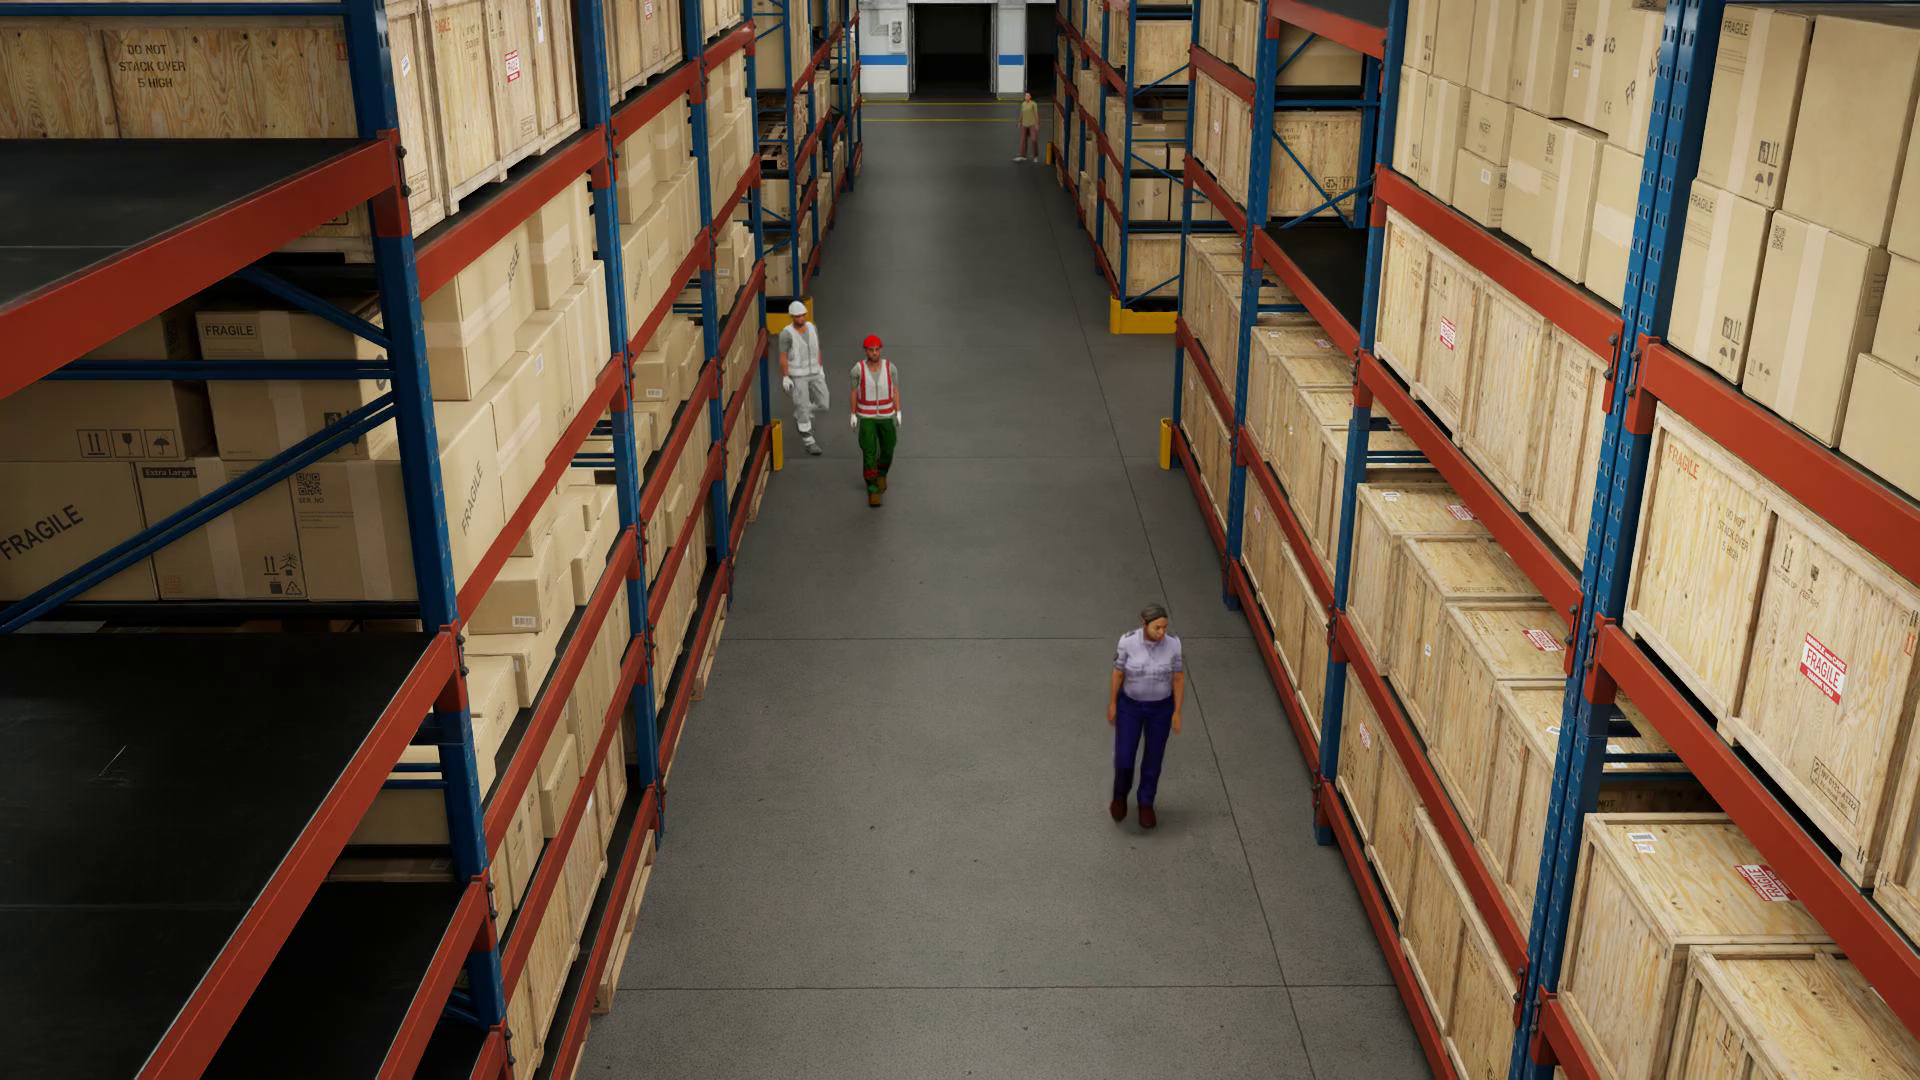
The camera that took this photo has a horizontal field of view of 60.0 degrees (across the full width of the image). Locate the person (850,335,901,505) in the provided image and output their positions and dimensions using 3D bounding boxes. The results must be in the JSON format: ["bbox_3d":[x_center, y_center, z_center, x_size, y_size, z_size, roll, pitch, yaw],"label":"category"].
[{"bbox_3d":[-0.893,-1.312,17.796,0.546,1.787,0.748,-5,22,-12],"label":"person"}]

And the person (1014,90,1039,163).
[{"bbox_3d":[1.615,-9.849,39.563,0.651,1.677,0.345,12,24,27],"label":"person"}]

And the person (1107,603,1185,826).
[{"bbox_3d":[1.299,1.202,11.576,0.525,1.648,0.414,0,22,-1],"label":"person"}]

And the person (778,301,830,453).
[{"bbox_3d":[-1.821,-1.909,19.281,0.580,1.784,0.603,-16,27,-35],"label":"person"}]
